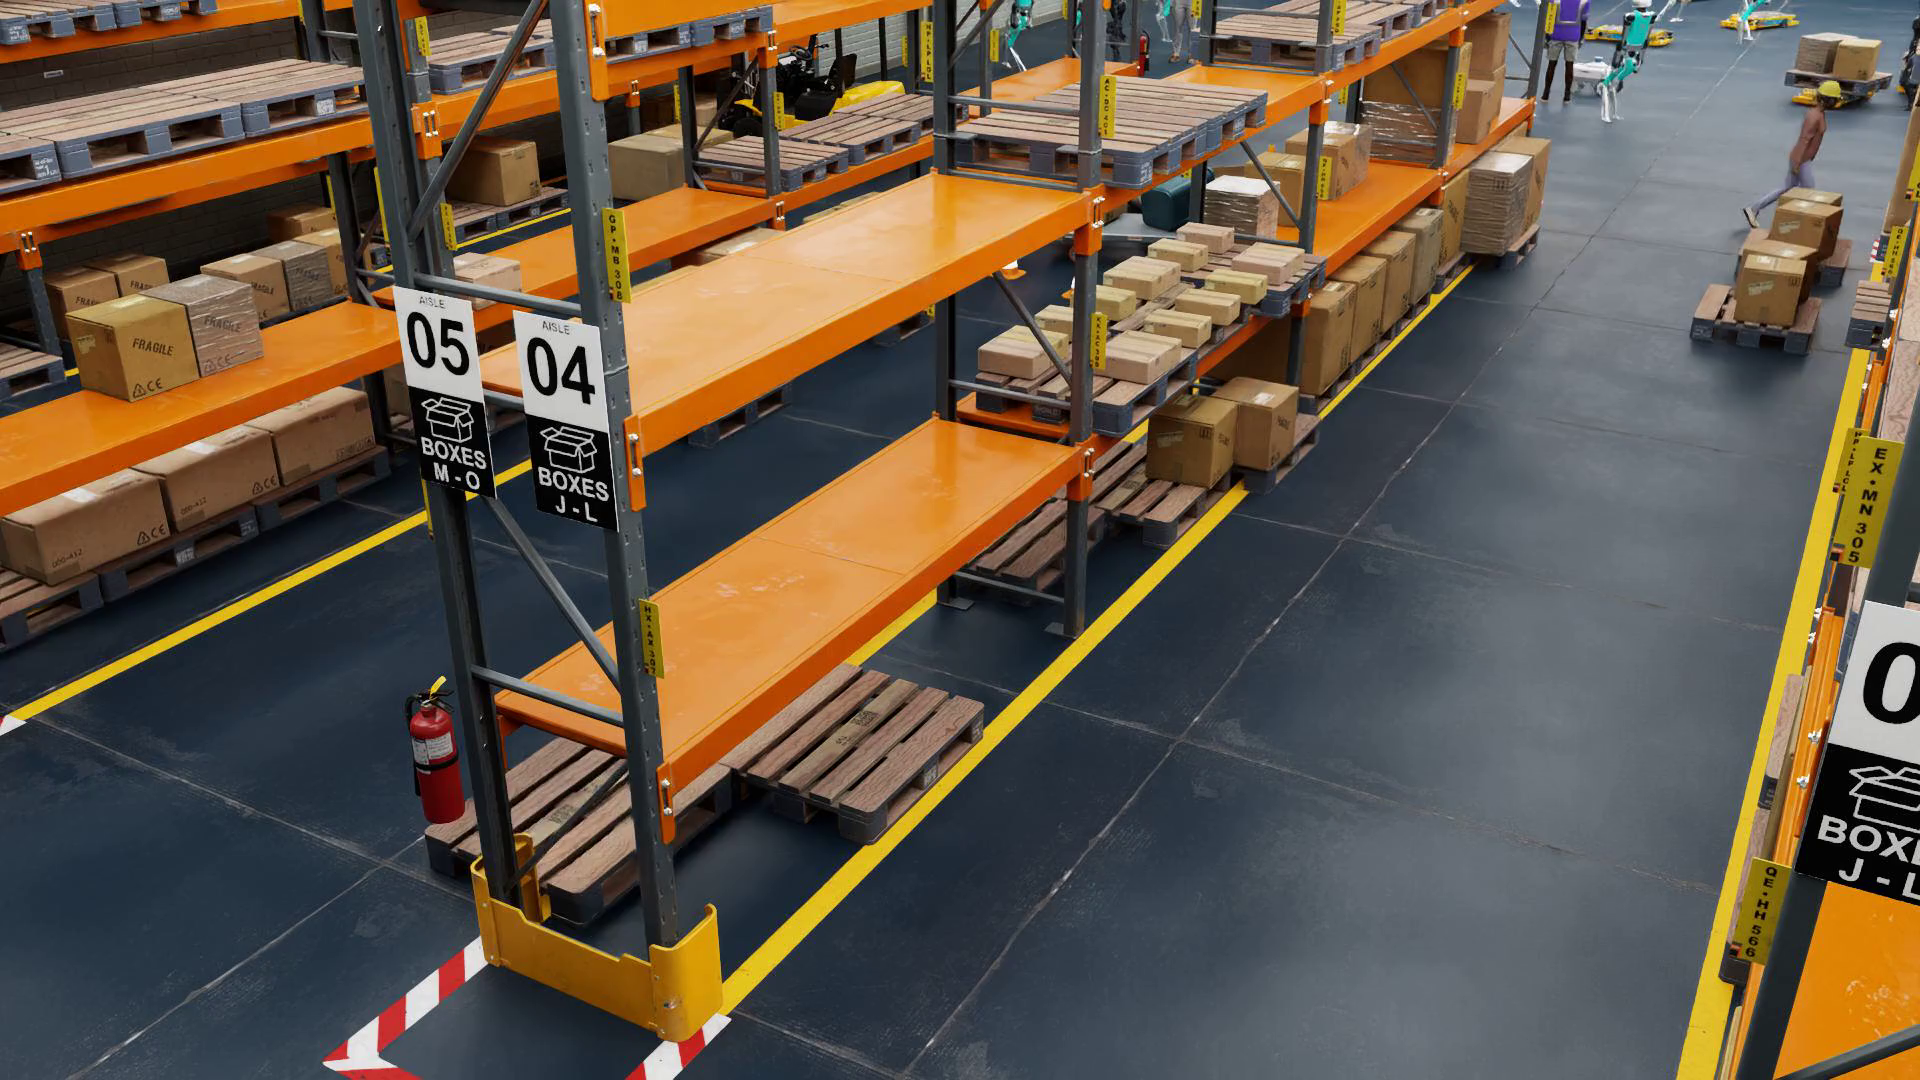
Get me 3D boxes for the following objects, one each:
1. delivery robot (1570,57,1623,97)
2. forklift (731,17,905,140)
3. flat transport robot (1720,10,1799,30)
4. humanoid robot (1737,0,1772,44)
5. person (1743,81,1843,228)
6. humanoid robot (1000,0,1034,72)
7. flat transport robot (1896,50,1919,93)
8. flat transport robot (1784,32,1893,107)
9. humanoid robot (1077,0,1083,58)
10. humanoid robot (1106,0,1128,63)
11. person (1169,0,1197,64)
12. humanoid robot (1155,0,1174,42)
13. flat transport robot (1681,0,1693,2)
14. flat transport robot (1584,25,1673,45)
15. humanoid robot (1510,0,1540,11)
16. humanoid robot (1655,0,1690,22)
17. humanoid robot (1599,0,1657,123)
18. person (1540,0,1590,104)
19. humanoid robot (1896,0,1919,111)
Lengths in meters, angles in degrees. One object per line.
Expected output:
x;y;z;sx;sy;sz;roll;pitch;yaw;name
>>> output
9.997;-7.289;26.125;0.739;0.566;0.499;20;32;35;delivery robot
-1.819;-5.975;21.543;2.313;2.155;1.214;14;29;26;forklift
15.553;-10.097;32.322;1.431;0.231;0.659;-13;28;-24;flat transport robot
14.426;-9.849;30.240;0.550;1.896;0.744;-15;29;-28;humanoid robot
9.292;-4.253;18.503;0.797;1.726;0.529;13;29;26;person
0.853;-8.670;27.707;0.572;1.777;0.919;-21;33;-36;humanoid robot
15.354;-6.951;25.785;0.659;0.231;1.431;-11;28;-22;flat transport robot
13.494;-6.897;25.673;1.431;0.231;0.659;-21;33;-36;flat transport robot
2.036;-8.805;27.989;0.550;1.811;0.819;7;27;15;humanoid robot
2.472;-8.074;26.520;0.392;1.652;0.585;5;26;11;humanoid robot
3.875;-9.152;28.437;0.630;1.940;0.372;10;27;19;person
3.839;-9.979;30.422;0.703;1.826;0.532;-7;27;-15;humanoid robot
15.813;-11.761;35.781;1.431;0.231;0.659;-16;30;-29;flat transport robot
12.349;-9.318;30.703;1.431;0.231;0.659;18;31;32;flat transport robot
11.731;-11.752;34.135;0.536;1.779;1.017;-16;30;-30;humanoid robot
14.132;-11.066;32.689;0.854;1.788;0.539;0;26;0;humanoid robot
9.529;-6.933;24.068;0.531;1.791;0.793;-10;28;-20;humanoid robot
9.187;-7.643;25.278;0.603;1.959;0.362;8;27;15;person
14.318;-7.253;24.804;0.389;1.649;0.599;7;27;15;humanoid robot
